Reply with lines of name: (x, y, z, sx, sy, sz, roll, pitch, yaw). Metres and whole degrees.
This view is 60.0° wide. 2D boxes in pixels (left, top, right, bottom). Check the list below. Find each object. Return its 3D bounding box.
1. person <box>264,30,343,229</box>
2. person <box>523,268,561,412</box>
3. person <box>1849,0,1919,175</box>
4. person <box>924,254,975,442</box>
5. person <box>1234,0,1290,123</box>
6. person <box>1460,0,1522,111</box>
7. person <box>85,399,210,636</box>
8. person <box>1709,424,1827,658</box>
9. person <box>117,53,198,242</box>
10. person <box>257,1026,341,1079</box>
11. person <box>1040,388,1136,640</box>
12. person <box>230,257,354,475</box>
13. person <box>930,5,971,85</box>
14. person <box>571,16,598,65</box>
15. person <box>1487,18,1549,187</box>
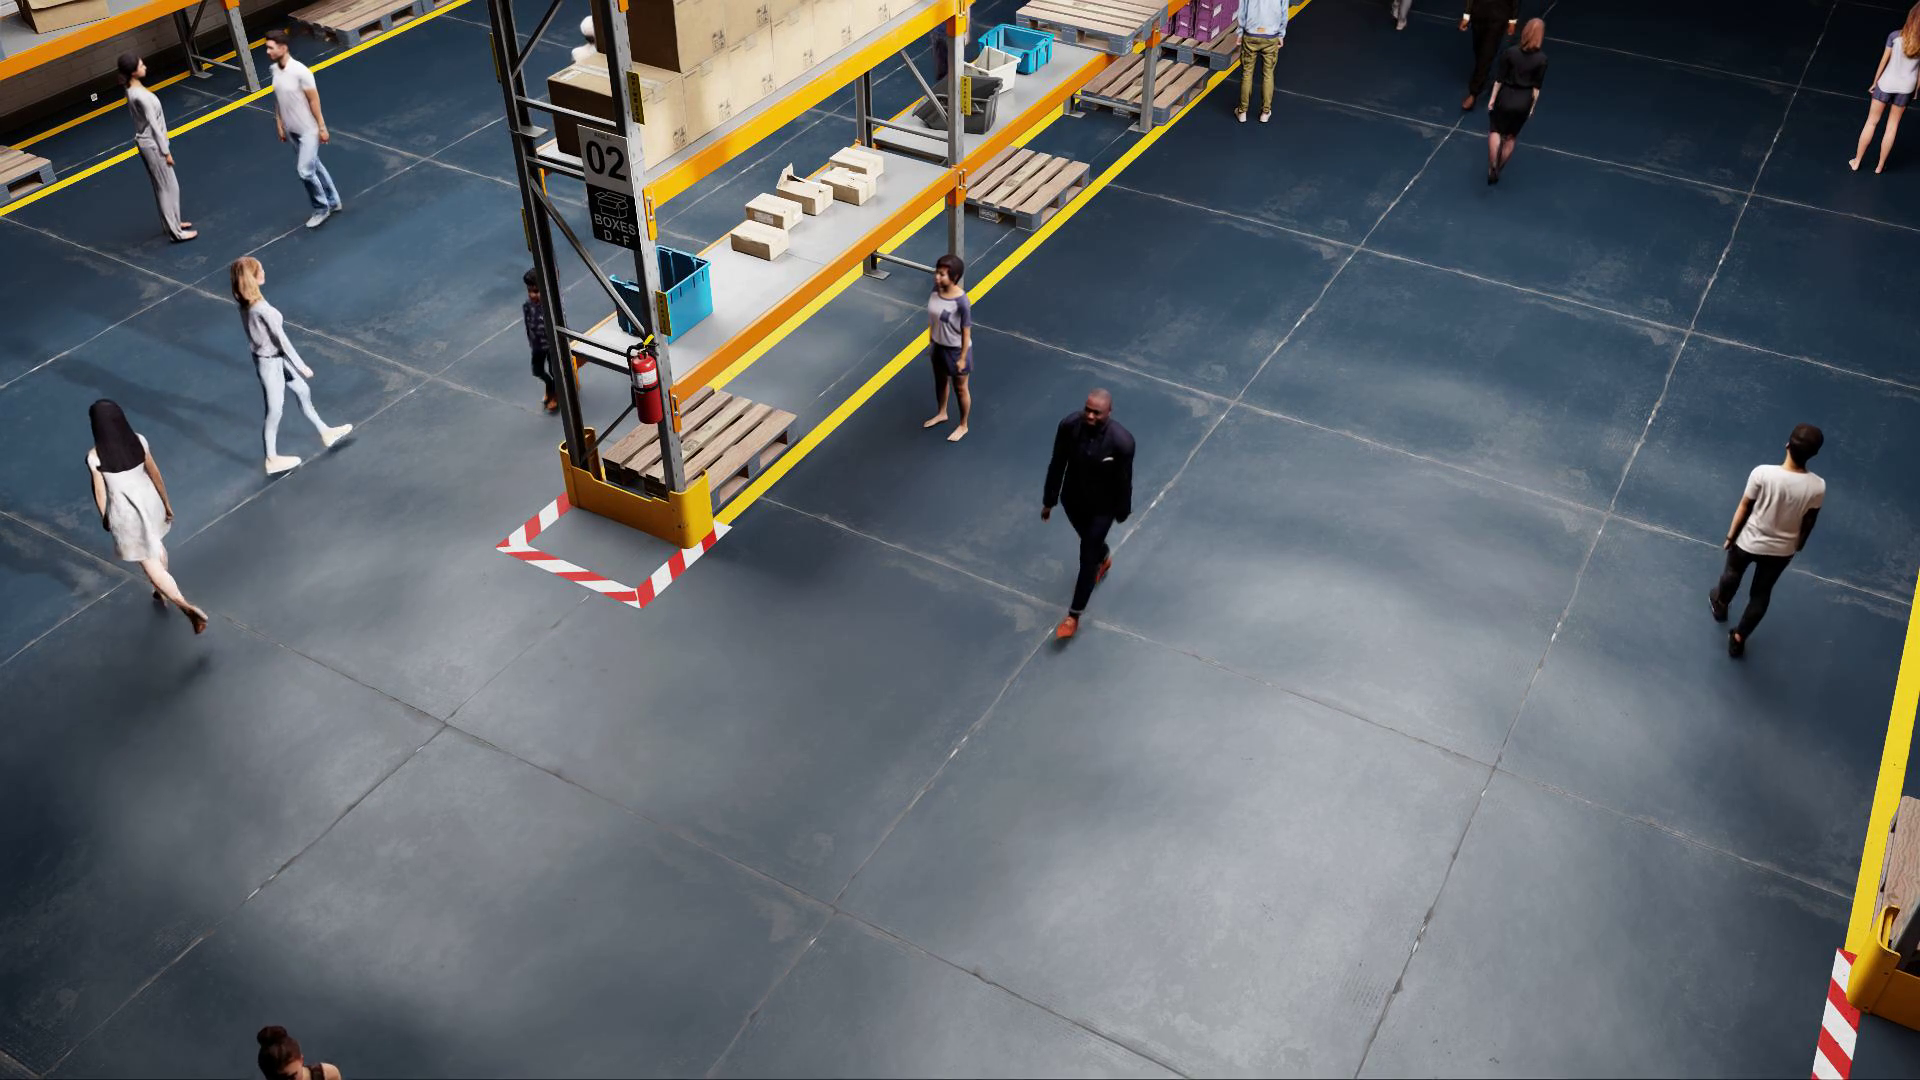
person: (-6.095, -3.893, 15.594, 0.697, 1.840, 0.761, 23, 44, 26)
person: (-3.271, -1.621, 13.226, 0.520, 1.244, 0.508, 15, 41, 18)
person: (9.219, -4.453, 16.382, 0.610, 1.732, 0.569, 15, 41, 18)
person: (-0.077, -1.507, 12.827, 0.603, 1.566, 0.618, -31, 48, -33)
person: (3.129, -5.251, 17.319, 0.758, 1.810, 0.728, 3, 39, 4)
person: (5.672, -5.597, 17.703, 0.733, 1.872, 1.231, 19, 43, 23)
person: (-5.362, -0.113, 10.935, 0.811, 1.748, 1.092, 29, 47, 31)
person: (5.223, 0.041, 10.778, 0.730, 1.703, 0.905, 13, 40, 15)
person: (-7.422, -3.609, 15.295, 0.664, 1.770, 0.663, -23, 44, -26)
person: (-2.930, 2.694, 7.508, 1.069, 1.638, 1.017, -16, 41, -19)
person: (0.907, -0.287, 11.132, 0.764, 1.774, 1.198, 24, 44, 27)
person: (-5.181, -1.243, 12.335, 1.062, 1.767, 0.833, -26, 45, -29)
person: (-0.073, -5.317, 17.366, 0.673, 1.855, 0.859, 18, 42, 22)
person: (-3.492, -4.107, 15.968, 0.939, 1.707, 1.174, 2, 39, 3)
person: (5.331, -4.149, 16.035, 0.716, 1.689, 0.870, 10, 40, 12)
